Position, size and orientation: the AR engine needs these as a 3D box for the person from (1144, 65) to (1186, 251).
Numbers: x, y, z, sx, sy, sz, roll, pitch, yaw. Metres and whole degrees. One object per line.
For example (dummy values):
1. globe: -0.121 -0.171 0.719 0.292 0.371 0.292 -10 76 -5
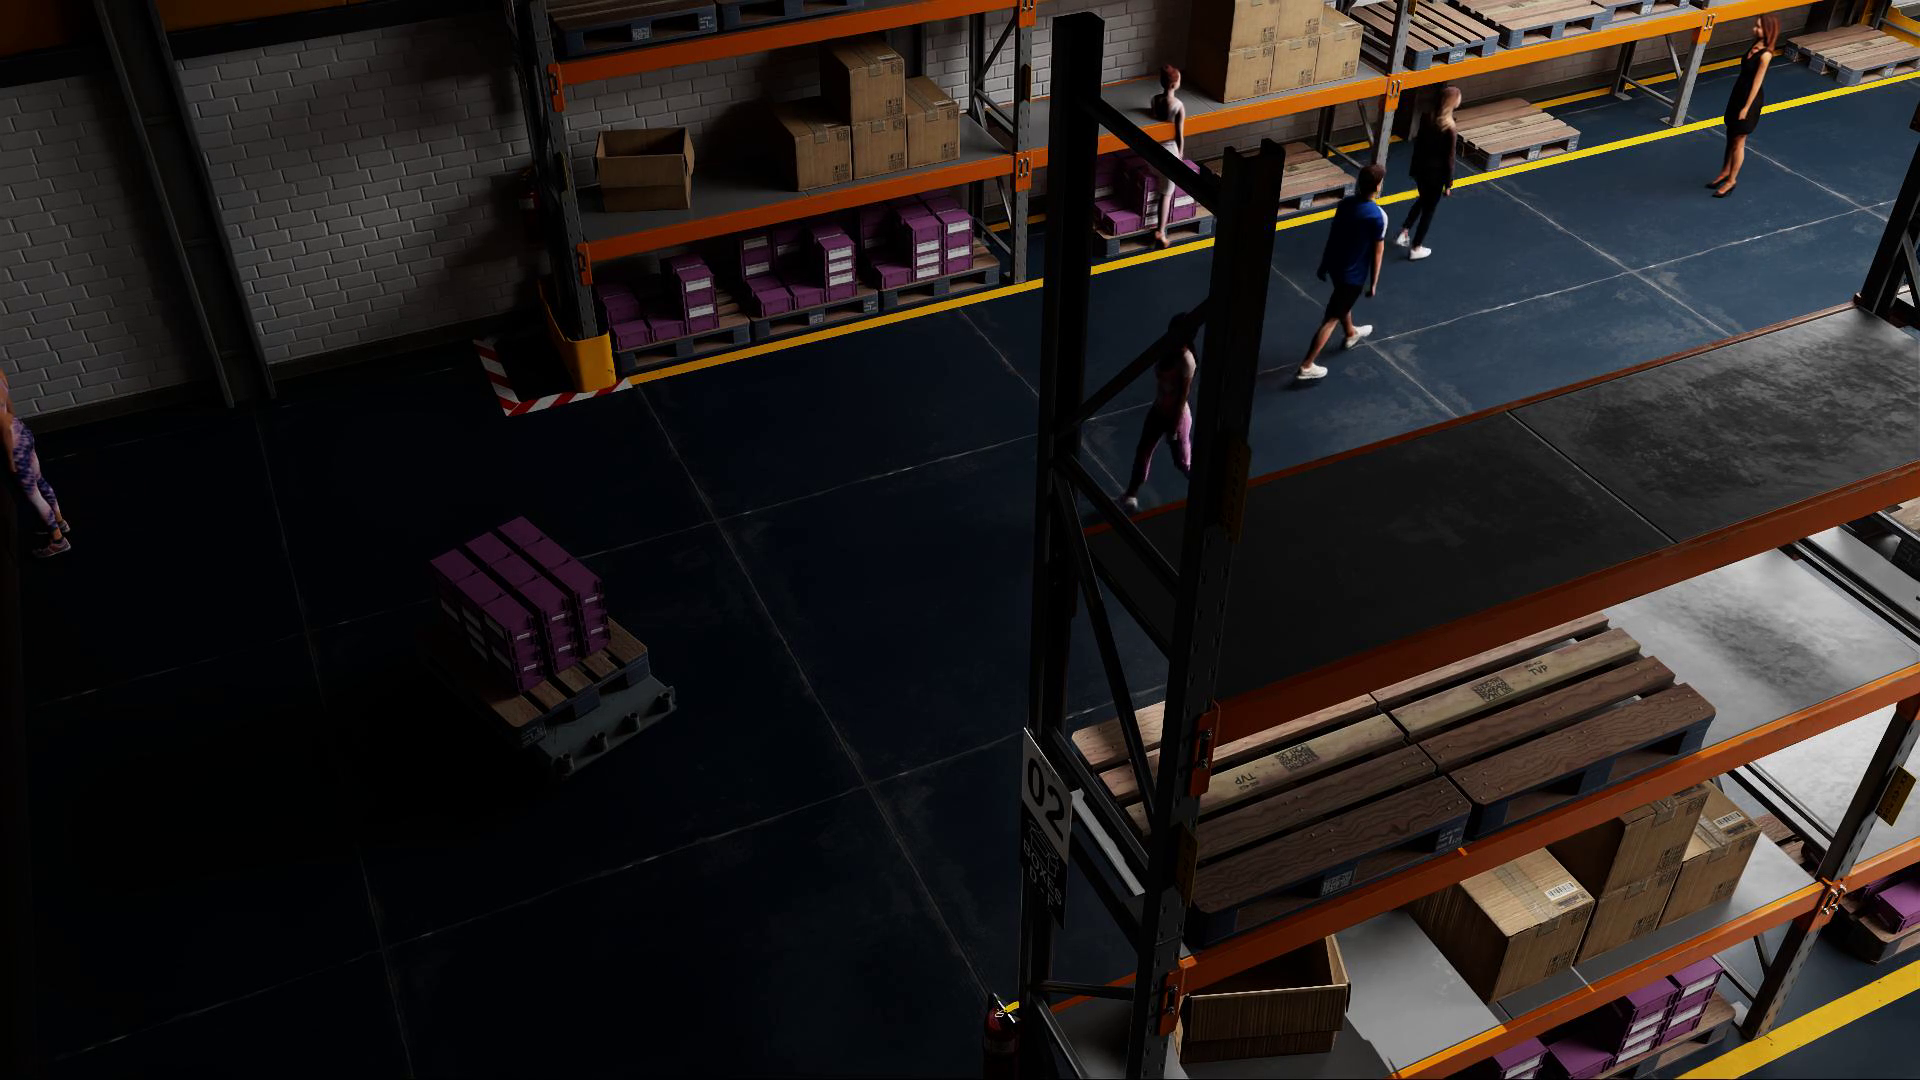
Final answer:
1. person: 1.890 -3.556 15.464 0.545 1.793 0.584 -23 44 -26

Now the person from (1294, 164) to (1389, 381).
1. person: 3.128 -2.164 13.714 1.353 1.801 0.865 -26 45 -29

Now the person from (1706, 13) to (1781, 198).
1. person: 7.693 -4.250 16.298 0.670 1.835 0.653 3 39 3

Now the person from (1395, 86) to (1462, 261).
1. person: 4.251 -3.339 15.273 0.625 1.691 0.643 -19 42 -22

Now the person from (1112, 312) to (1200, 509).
1. person: 1.634 -0.888 12.195 1.126 1.703 0.775 -7 39 -8

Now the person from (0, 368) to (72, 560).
1. person: -6.758 -0.671 11.873 0.569 1.766 0.615 -12 40 -14
